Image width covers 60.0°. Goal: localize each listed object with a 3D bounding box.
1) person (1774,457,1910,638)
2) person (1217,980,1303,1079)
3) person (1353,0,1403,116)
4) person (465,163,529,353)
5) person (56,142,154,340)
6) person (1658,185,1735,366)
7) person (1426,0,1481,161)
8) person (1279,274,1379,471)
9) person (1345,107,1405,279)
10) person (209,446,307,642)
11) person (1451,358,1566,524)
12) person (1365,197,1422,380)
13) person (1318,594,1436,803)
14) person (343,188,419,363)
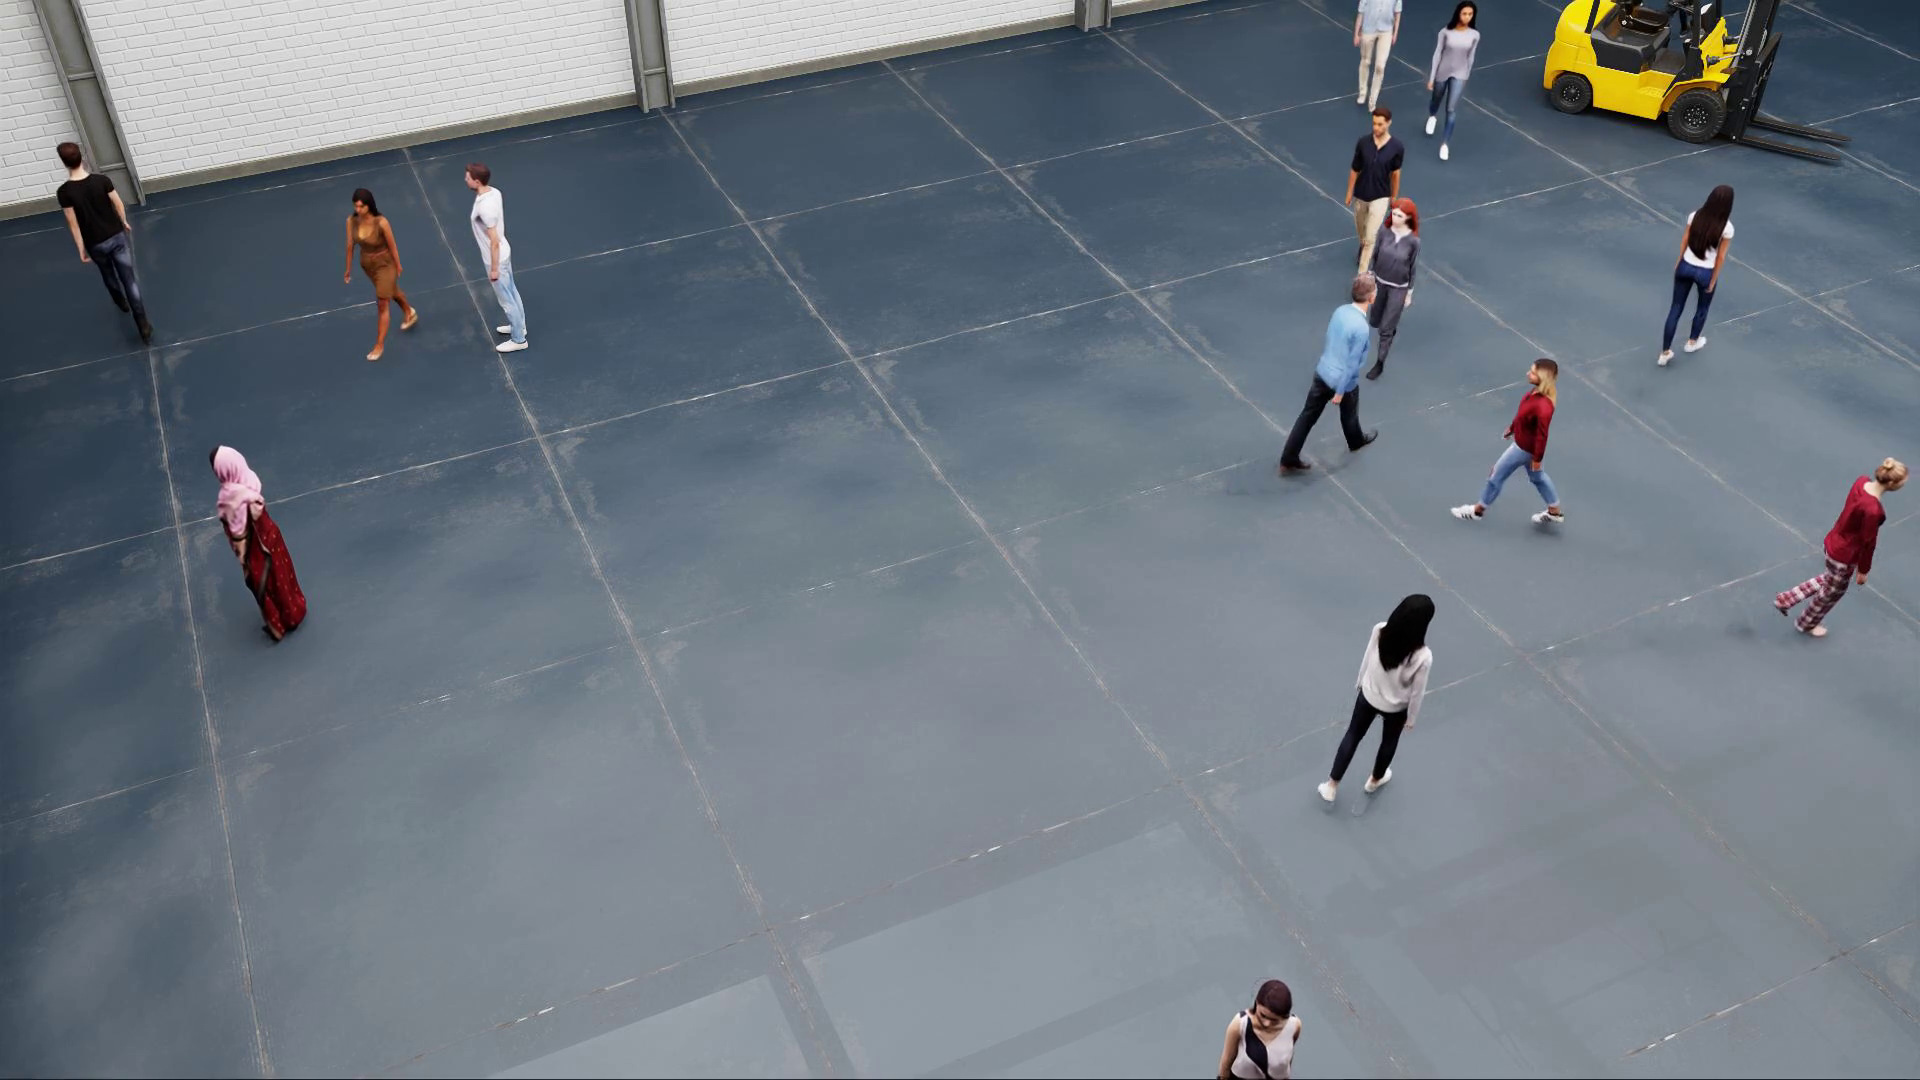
[{"bbox_3d":[6.368,0.055,12.120,0.893,1.695,0.842,5,39,6],"label":"person"},{"bbox_3d":[1.532,2.830,8.683,0.532,1.648,0.663,-6,39,-7],"label":"person"},{"bbox_3d":[4.925,-6.035,19.639,0.964,1.828,1.008,9,40,12],"label":"person"},{"bbox_3d":[-4.267,-2.615,15.342,0.655,1.845,0.717,-4,39,-6],"label":"person"},{"bbox_3d":[-7.933,-2.744,15.501,1.209,1.850,0.824,-21,43,-24],"label":"person"},{"bbox_3d":[6.643,-2.370,15.106,0.798,1.757,0.945,29,47,31],"label":"person"},{"bbox_3d":[5.509,-5.248,18.759,1.163,1.695,1.140,9,39,11],"label":"person"},{"bbox_3d":[3.050,-1.298,13.786,1.203,1.729,0.646,-14,41,-16],"label":"person"},{"bbox_3d":[4.062,-3.410,16.365,1.141,1.811,1.262,16,41,20],"label":"person"},{"bbox_3d":[-5.182,-0.015,12.258,0.746,1.632,0.771,-3,39,-3],"label":"person"},{"bbox_3d":[4.584,-0.730,13.185,1.170,1.591,1.083,11,40,14],"label":"person"},{"bbox_3d":[3.943,-2.315,15.031,0.803,1.765,0.937,27,46,29],"label":"person"},{"bbox_3d":[2.730,1.079,10.858,0.819,1.668,0.947,27,46,29],"label":"person"},{"bbox_3d":[-5.328,-2.531,15.413,1.117,1.625,1.138,12,40,14],"label":"person"}]
